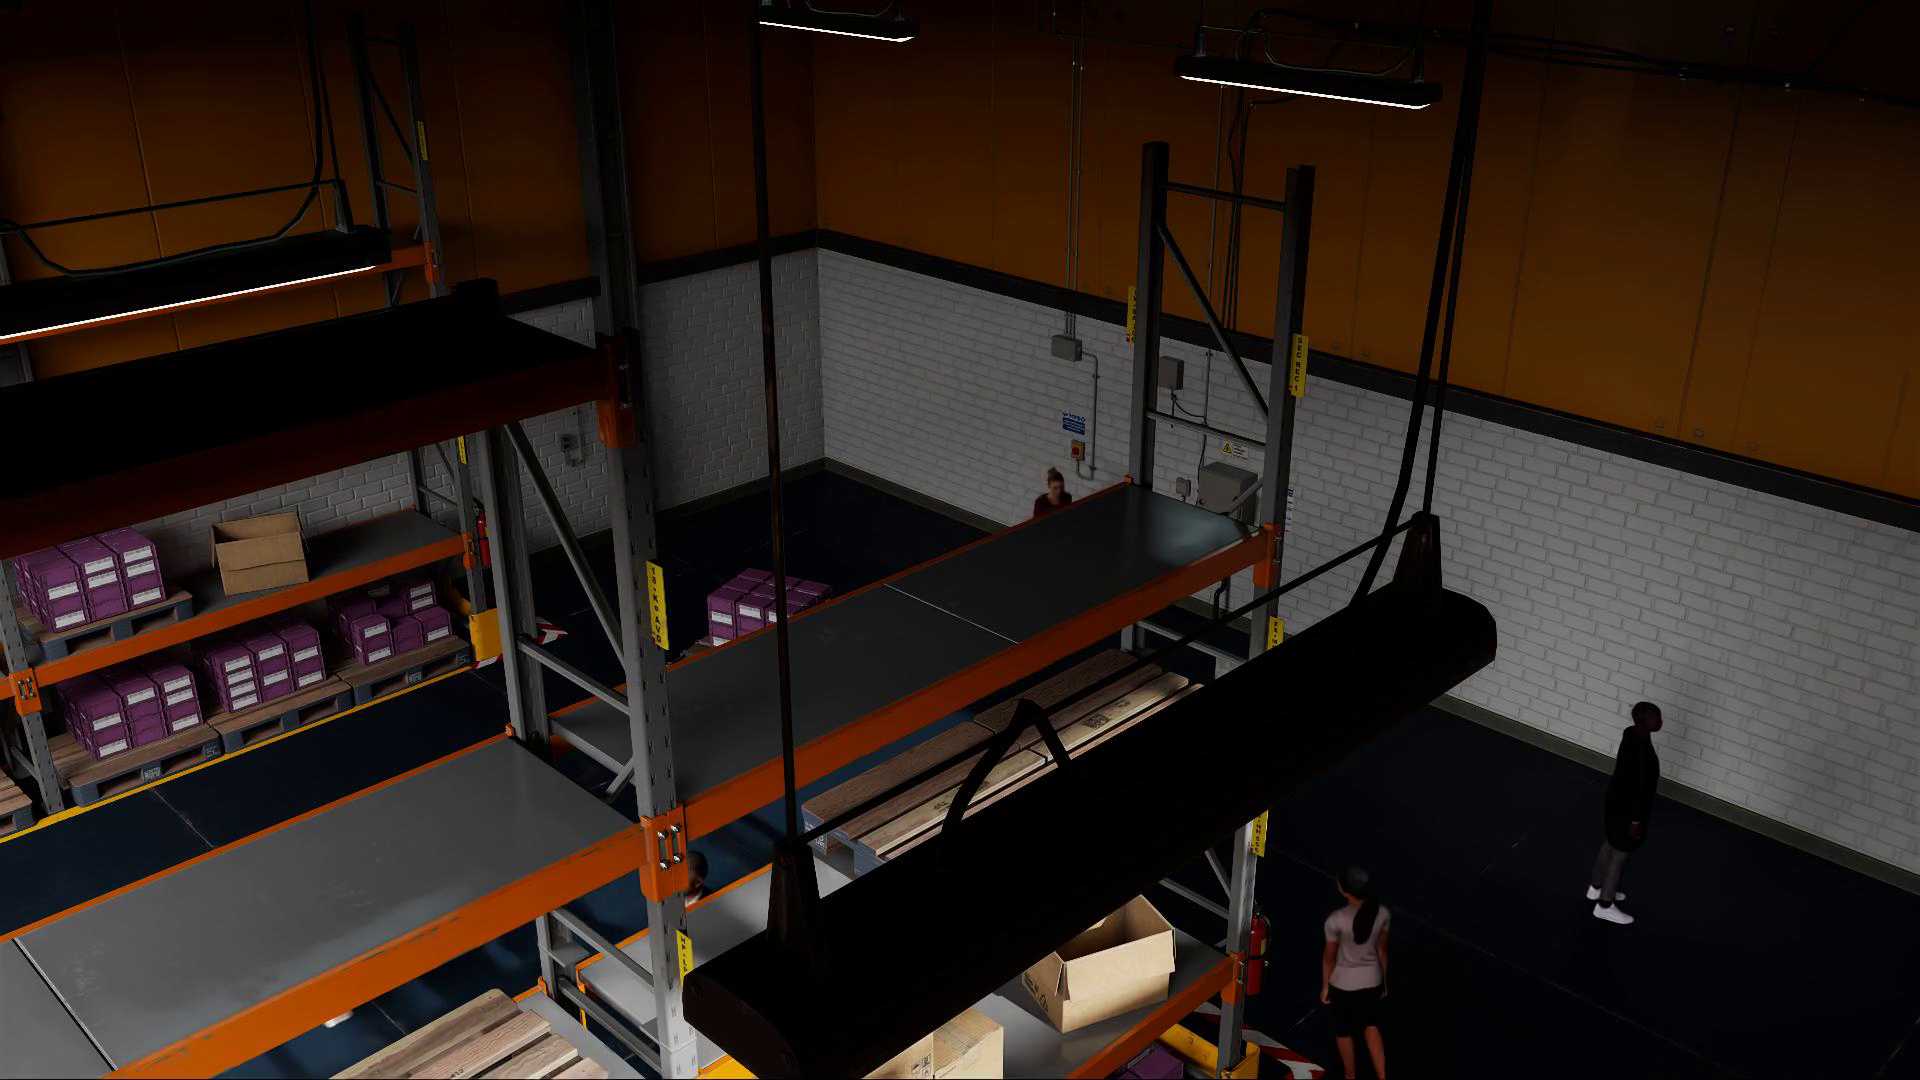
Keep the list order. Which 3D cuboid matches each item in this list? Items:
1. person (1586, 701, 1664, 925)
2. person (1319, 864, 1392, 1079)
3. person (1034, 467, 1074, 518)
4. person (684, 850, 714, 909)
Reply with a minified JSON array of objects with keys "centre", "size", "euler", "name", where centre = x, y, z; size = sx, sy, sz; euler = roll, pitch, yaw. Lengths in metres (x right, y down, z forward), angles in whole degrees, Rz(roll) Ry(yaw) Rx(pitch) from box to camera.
[{"centre":[4.899,1.966,12.250],"size":[0.794,1.761,0.689],"euler":[4,24,10],"name":"person"},{"centre":[2.481,2.816,10.356],"size":[0.923,1.721,0.922],"euler":[-4,24,-10],"name":"person"},{"centre":[0.878,0.040,16.776],"size":[1.104,1.665,0.961],"euler":[-13,27,-27],"name":"person"},{"centre":[-1.600,2.707,10.511],"size":[1.093,1.796,0.773],"euler":[-18,29,-35],"name":"person"}]
